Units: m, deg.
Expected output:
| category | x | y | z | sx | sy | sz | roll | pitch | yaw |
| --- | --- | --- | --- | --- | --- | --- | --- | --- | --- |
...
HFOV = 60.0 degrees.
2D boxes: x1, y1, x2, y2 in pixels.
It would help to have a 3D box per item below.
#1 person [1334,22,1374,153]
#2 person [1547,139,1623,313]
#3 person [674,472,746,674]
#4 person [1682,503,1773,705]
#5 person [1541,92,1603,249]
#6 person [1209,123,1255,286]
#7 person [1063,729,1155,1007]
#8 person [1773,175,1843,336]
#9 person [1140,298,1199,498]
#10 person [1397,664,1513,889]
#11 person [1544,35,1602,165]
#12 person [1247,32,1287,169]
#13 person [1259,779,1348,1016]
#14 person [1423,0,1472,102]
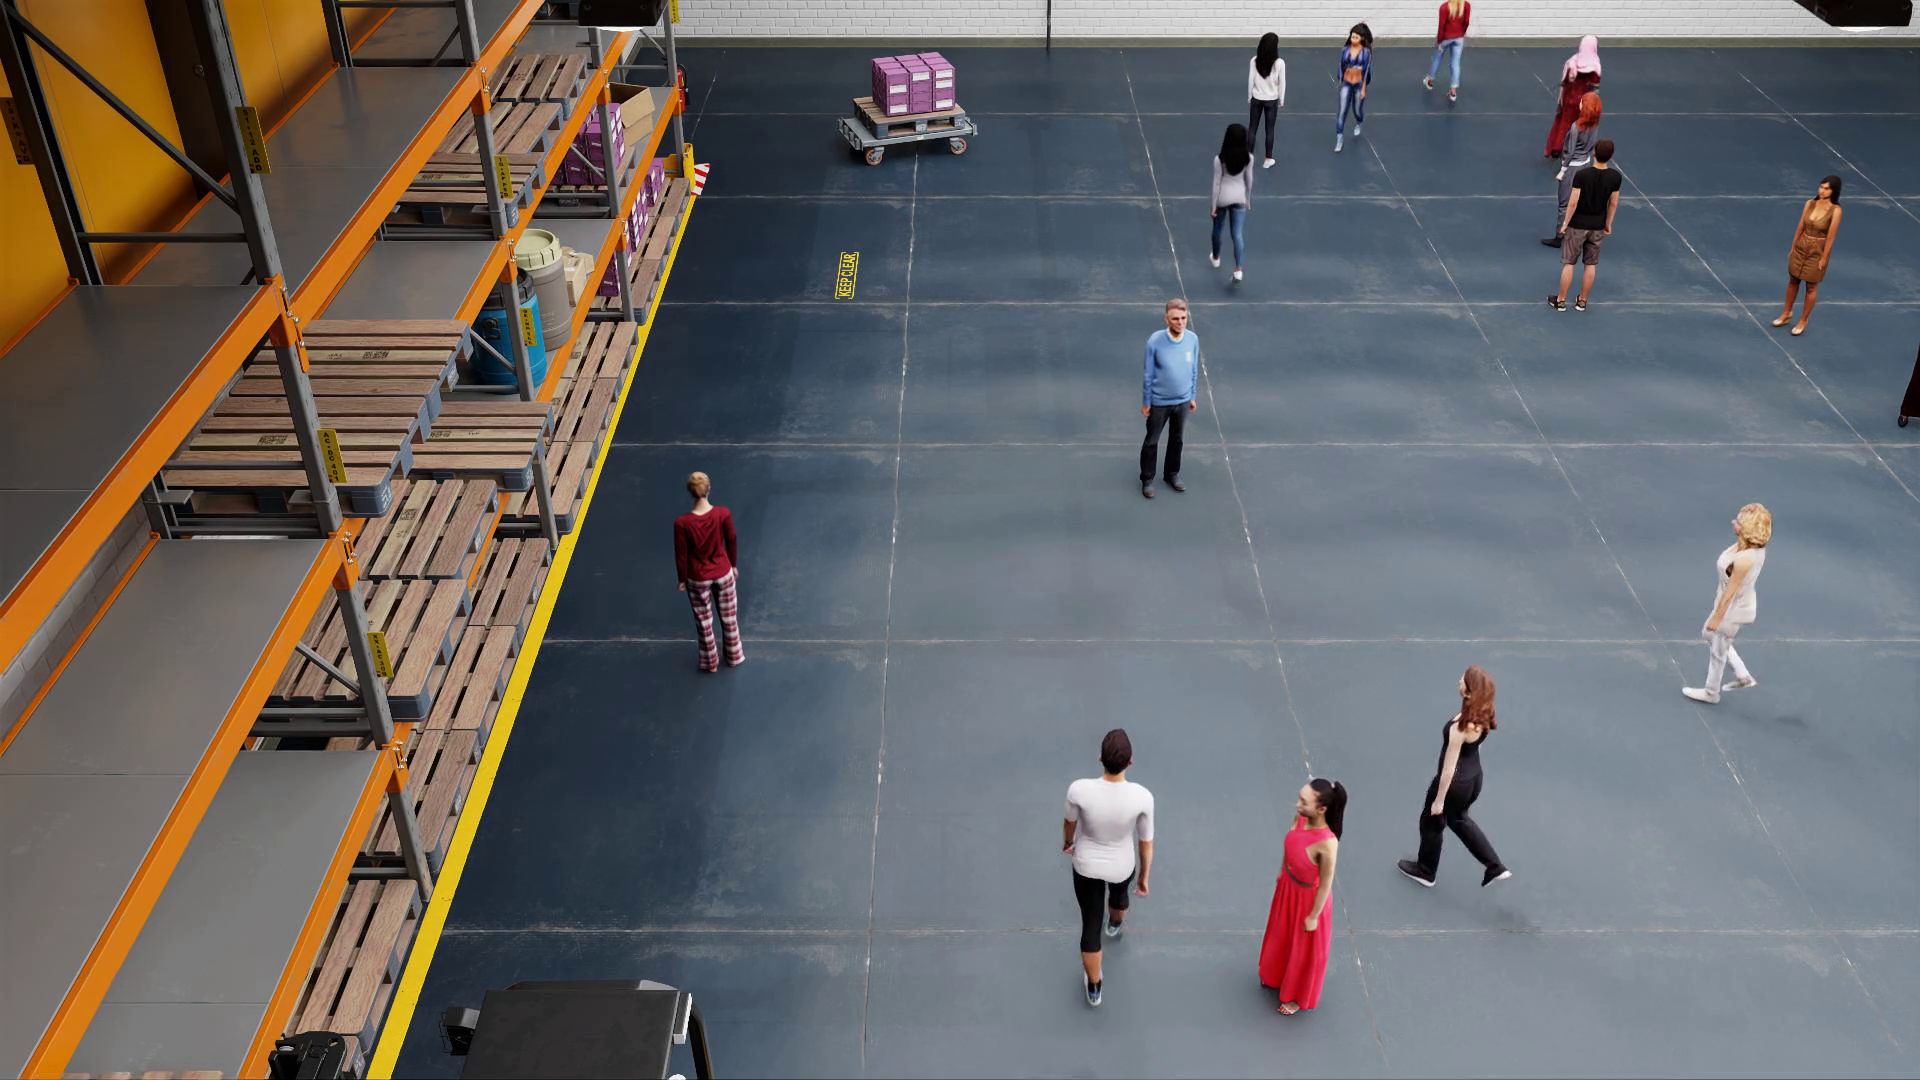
| category | x | y | z | sx | sy | sz | roll | pitch | yaw |
| --- | --- | --- | --- | --- | --- | --- | --- | --- | --- |
| person | 5.082 | -5.827 | 21.374 | 0.876 | 1.590 | 1.106 | 14 | 36 | 20 |
| person | 6.512 | -3.270 | 17.281 | 0.674 | 1.862 | 0.569 | 1 | 34 | 2 |
| person | -1.834 | 0.228 | 12.158 | 0.679 | 1.708 | 0.642 | -13 | 36 | -19 |
| person | 5.567 | 0.503 | 11.791 | 0.823 | 1.656 | 0.776 | 17 | 37 | 24 |
| person | 6.914 | -4.165 | 18.702 | 0.650 | 1.780 | 0.679 | -22 | 39 | -29 |
| person | 2.940 | -3.583 | 17.898 | 0.722 | 1.700 | 1.178 | -4 | 34 | -5 |
| person | 0.821 | 1.924 | 9.503 | 0.701 | 1.820 | 1.065 | 2 | 34 | 2 |
| person | 8.645 | -2.902 | 16.886 | 0.698 | 1.687 | 0.601 | -18 | 38 | -25 |
| person | 1.790 | -1.244 | 14.271 | 0.716 | 1.820 | 0.671 | -9 | 35 | -14 |
| person | 3.125 | 1.524 | 10.186 | 0.975 | 1.732 | 0.945 | 25 | 41 | 32 |
| person | 7.702 | -5.476 | 20.813 | 0.810 | 1.625 | 0.866 | 22 | 40 | 30 |
| person | 3.805 | -5.505 | 20.791 | 0.692 | 1.700 | 0.675 | 12 | 35 | 17 |
| person | 1.957 | 2.017 | 9.450 | 0.737 | 1.727 | 0.600 | -9 | 35 | -13 |
| person | 6.794 | -6.856 | 22.916 | 0.606 | 1.597 | 1.030 | -1 | 34 | -1 |
